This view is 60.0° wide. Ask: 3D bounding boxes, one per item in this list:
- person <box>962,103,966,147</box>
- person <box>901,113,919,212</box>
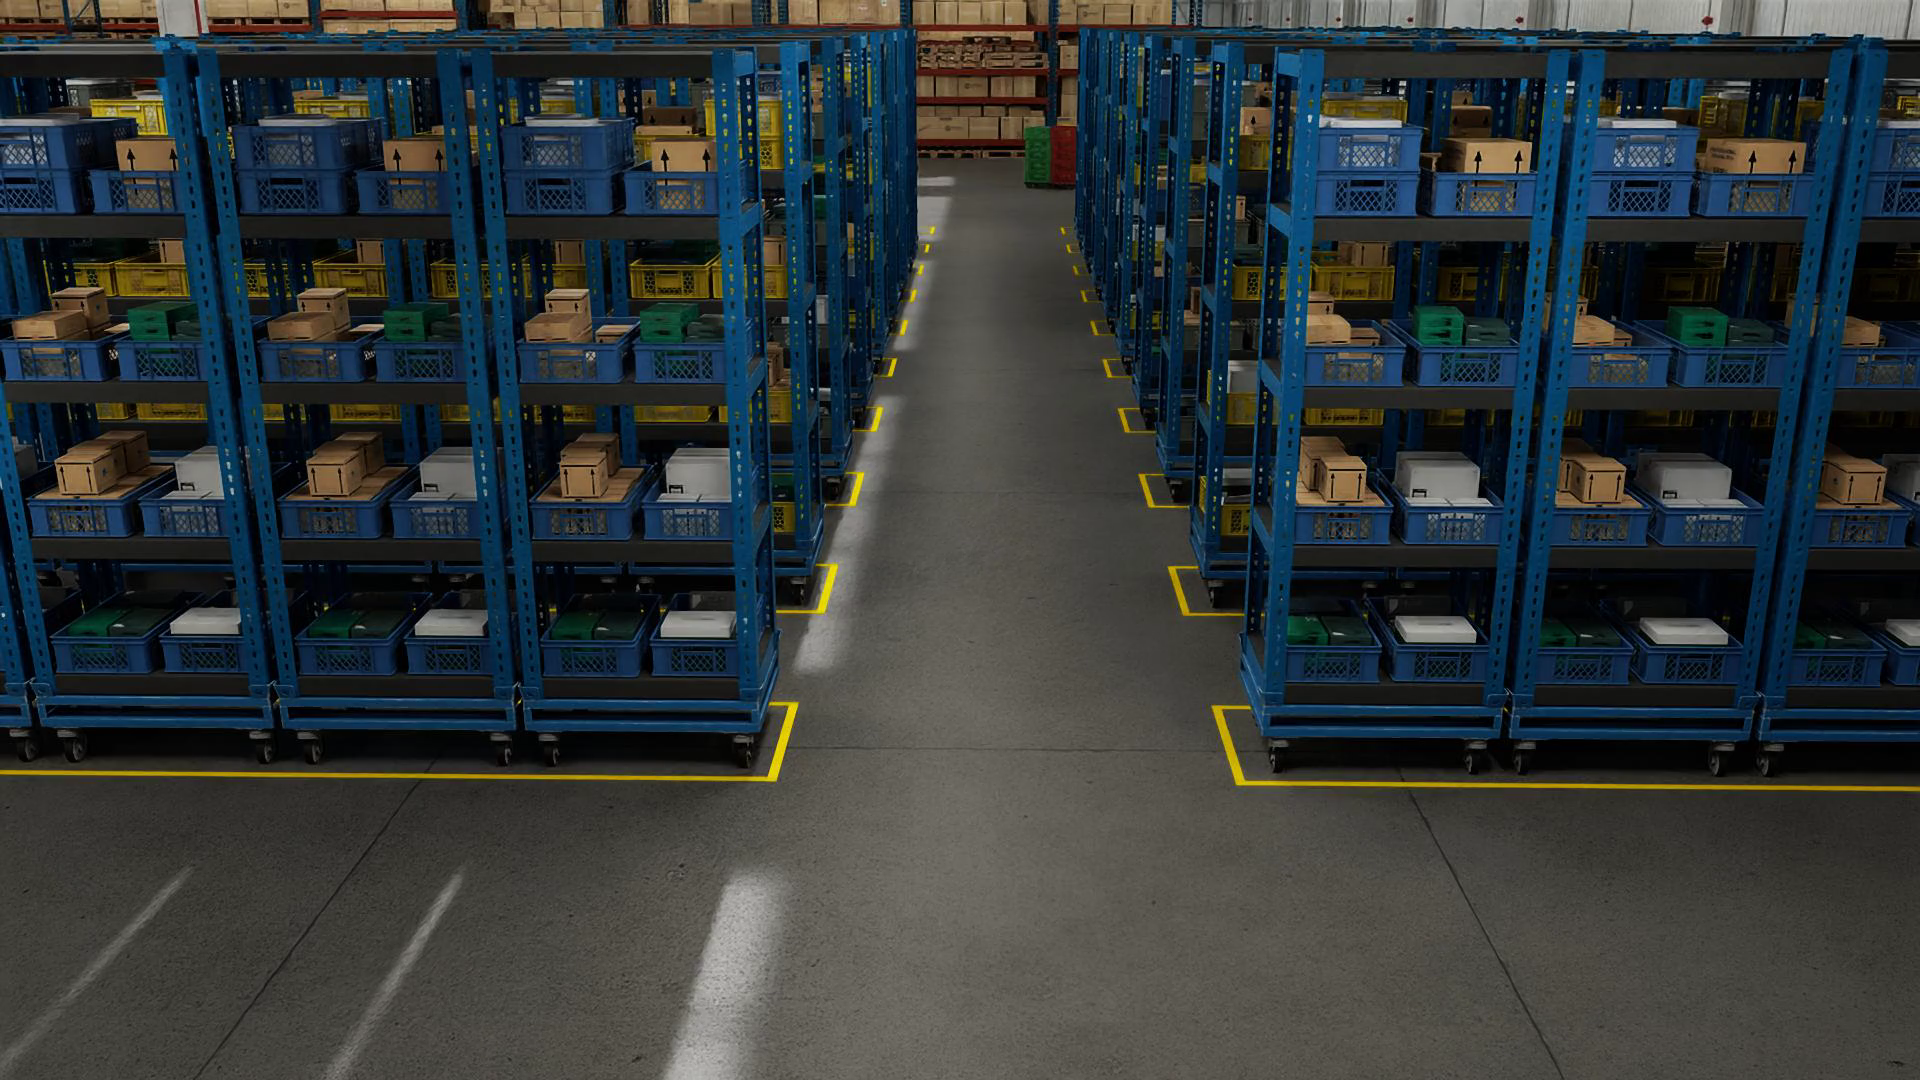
[{"bbox_3d":[-0.061,-12.818,50.104,0.654,1.901,0.635,13,21,35],"label":"person"},{"bbox_3d":[-1.051,-7.482,32.937,0.612,1.995,0.393,-15,23,-40],"label":"person"}]
